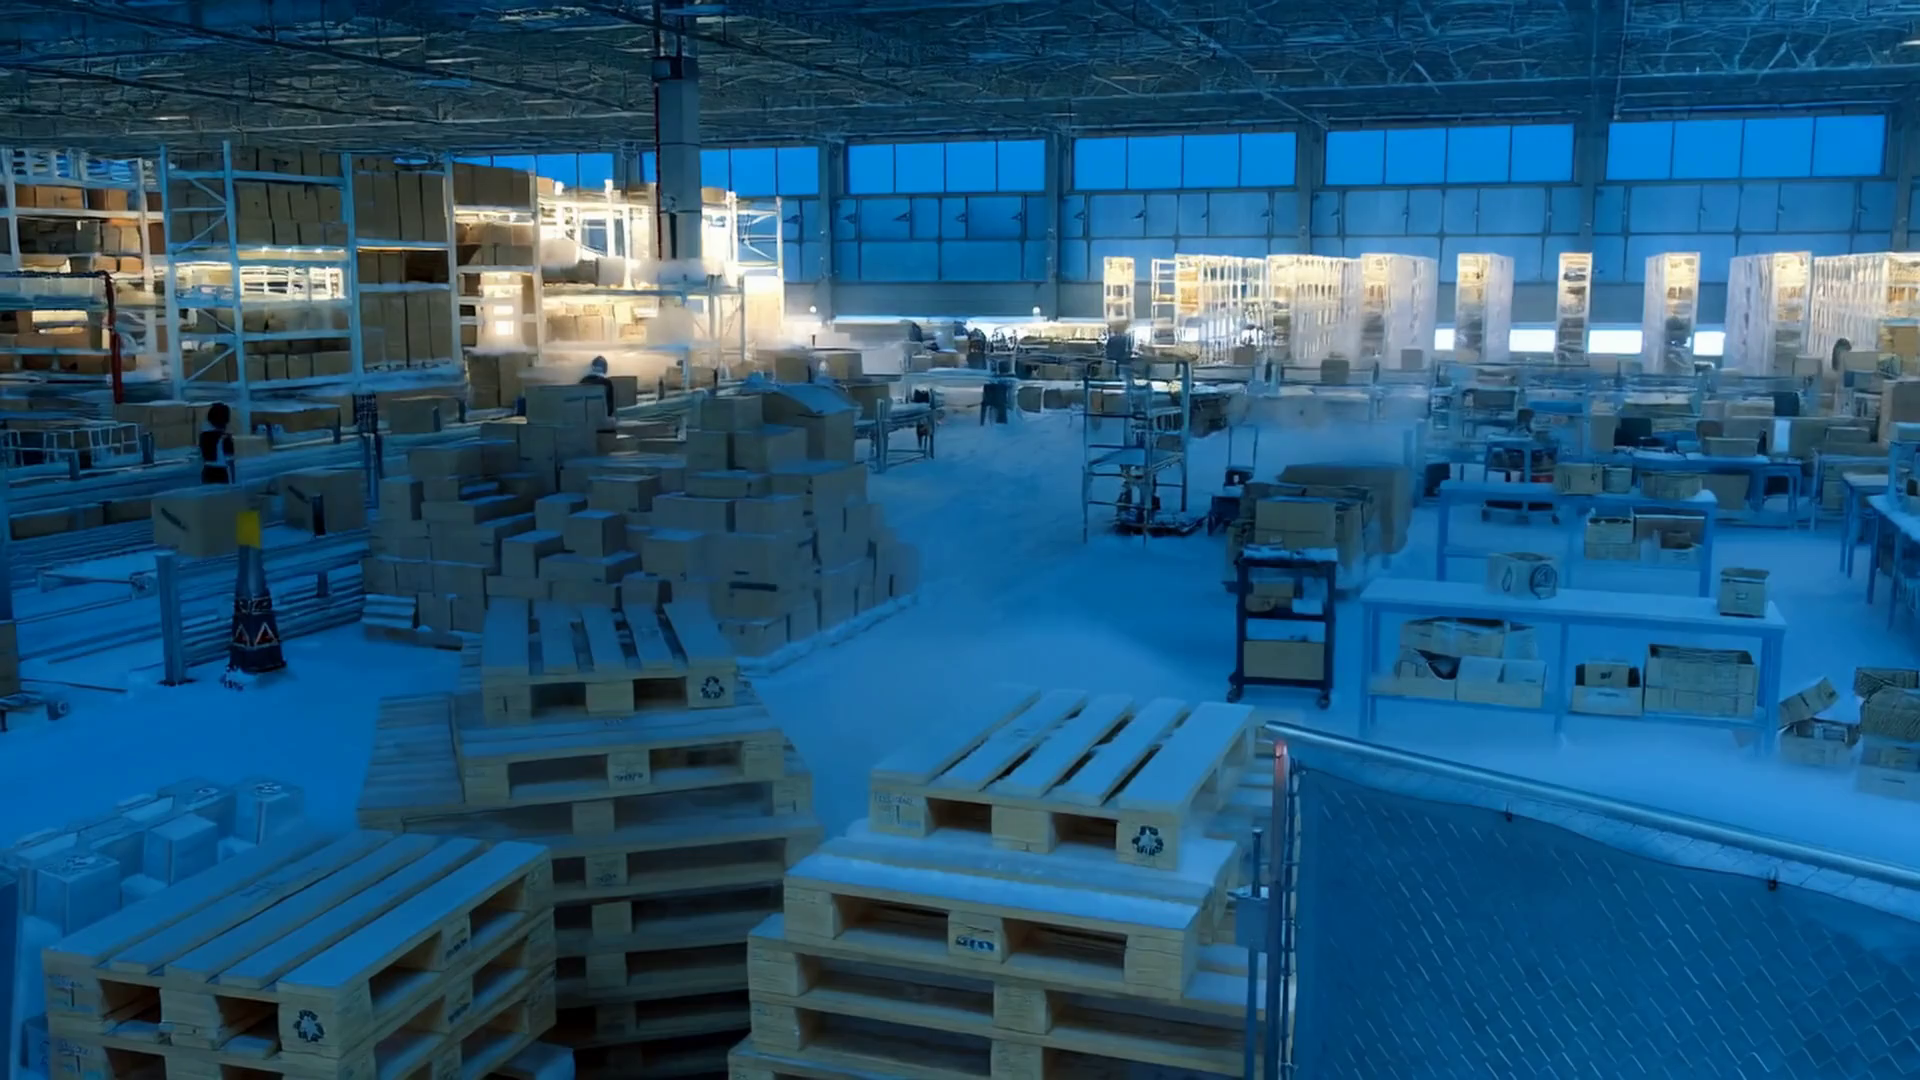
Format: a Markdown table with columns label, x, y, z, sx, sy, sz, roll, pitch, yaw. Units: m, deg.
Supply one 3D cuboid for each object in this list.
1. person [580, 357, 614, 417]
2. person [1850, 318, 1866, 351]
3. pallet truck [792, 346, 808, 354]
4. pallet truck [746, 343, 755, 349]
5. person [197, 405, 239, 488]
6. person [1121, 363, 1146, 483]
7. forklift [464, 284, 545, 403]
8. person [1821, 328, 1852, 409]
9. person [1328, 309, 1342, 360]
| label | x | y | z | sx | sy | sz | roll | pitch | yaw |
| --- | --- | --- | --- | --- | --- | --- | --- | --- | --- |
| person | -5.511 | -1.867 | 25.206 | 0.595 | 1.805 | 0.818 | 4 | 10 | 21 |
| person | 25.111 | -5.304 | 46.640 | 0.565 | 1.841 | 0.387 | 5 | 10 | 28 |
| pallet truck | -3.705 | -4.298 | 42.022 | 0.653 | 1.274 | 1.630 | 3 | 10 | 20 |
| pallet truck | -6.183 | -4.618 | 44.264 | 1.601 | 1.201 | 0.680 | -9 | 12 | -43 |
| person | -7.947 | -0.617 | 17.797 | 0.536 | 1.656 | 0.850 | 4 | 10 | 25 |
| person | 2.550 | -1.708 | 24.332 | 0.341 | 1.757 | 0.527 | 4 | 10 | 21 |
| forklift | -10.832 | -4.702 | 39.610 | 1.129 | 2.768 | 1.873 | 3 | 10 | 20 |
| person | 19.915 | -3.887 | 37.701 | 0.987 | 1.864 | 0.643 | 4 | 10 | 23 |
| person | 11.911 | -6.341 | 52.739 | 0.522 | 1.973 | 0.636 | 0 | 9 | 1 |
